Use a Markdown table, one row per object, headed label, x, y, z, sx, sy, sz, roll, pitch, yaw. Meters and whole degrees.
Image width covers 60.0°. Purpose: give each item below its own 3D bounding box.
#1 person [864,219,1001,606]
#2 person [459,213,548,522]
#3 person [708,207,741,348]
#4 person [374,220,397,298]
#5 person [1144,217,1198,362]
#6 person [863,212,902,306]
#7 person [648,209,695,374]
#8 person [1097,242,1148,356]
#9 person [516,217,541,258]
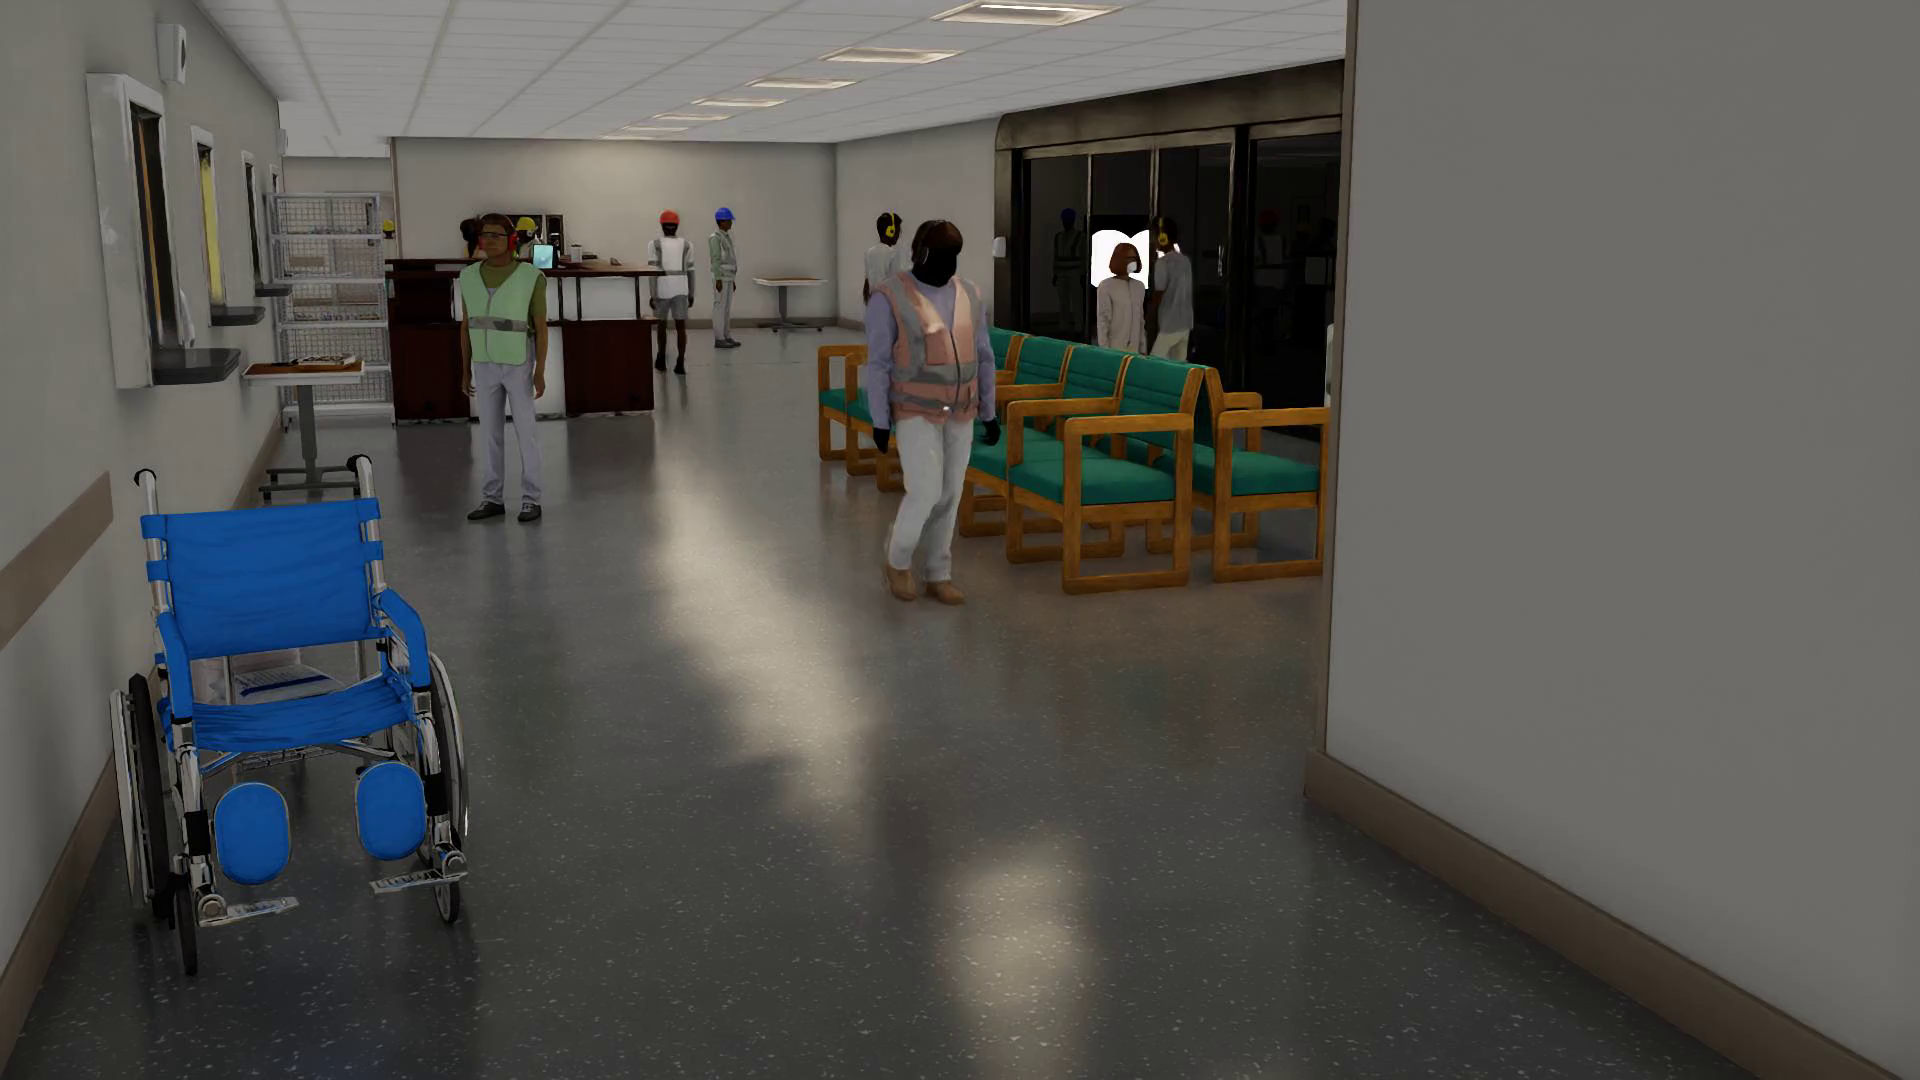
| label | x | y | z | sx | sy | sz | roll | pitch | yaw |
| --- | --- | --- | --- | --- | --- | --- | --- | --- | --- |
| person | -0.124 | -0.583 | 7.824 | 0.625 | 1.818 | 0.444 | -8 | 14 | -35 |
| person | -2.750 | -1.039 | 10.066 | 0.565 | 1.849 | 0.389 | 2 | 11 | 12 |
| person | -3.307 | -3.666 | 23.287 | 0.380 | 1.950 | 0.603 | 2 | 11 | 11 |
| person | -10.079 | -4.767 | 29.429 | 0.522 | 1.763 | 0.319 | -3 | 11 | -15 |
| person | 1.708 | -1.675 | 13.438 | 0.534 | 1.837 | 0.523 | 8 | 14 | 35 |
| person | -0.659 | -1.996 | 14.943 | 0.333 | 1.865 | 0.520 | -9 | 14 | -40 |
| person | -3.414 | -2.927 | 19.625 | 0.568 | 1.894 | 0.903 | -4 | 12 | -20 |
| person | 1.254 | -1.469 | 12.830 | 0.498 | 1.634 | 0.281 | -9 | 14 | -40 |
| person | -5.677 | -3.348 | 22.001 | 0.403 | 1.825 | 0.592 | -5 | 12 | -24 |
